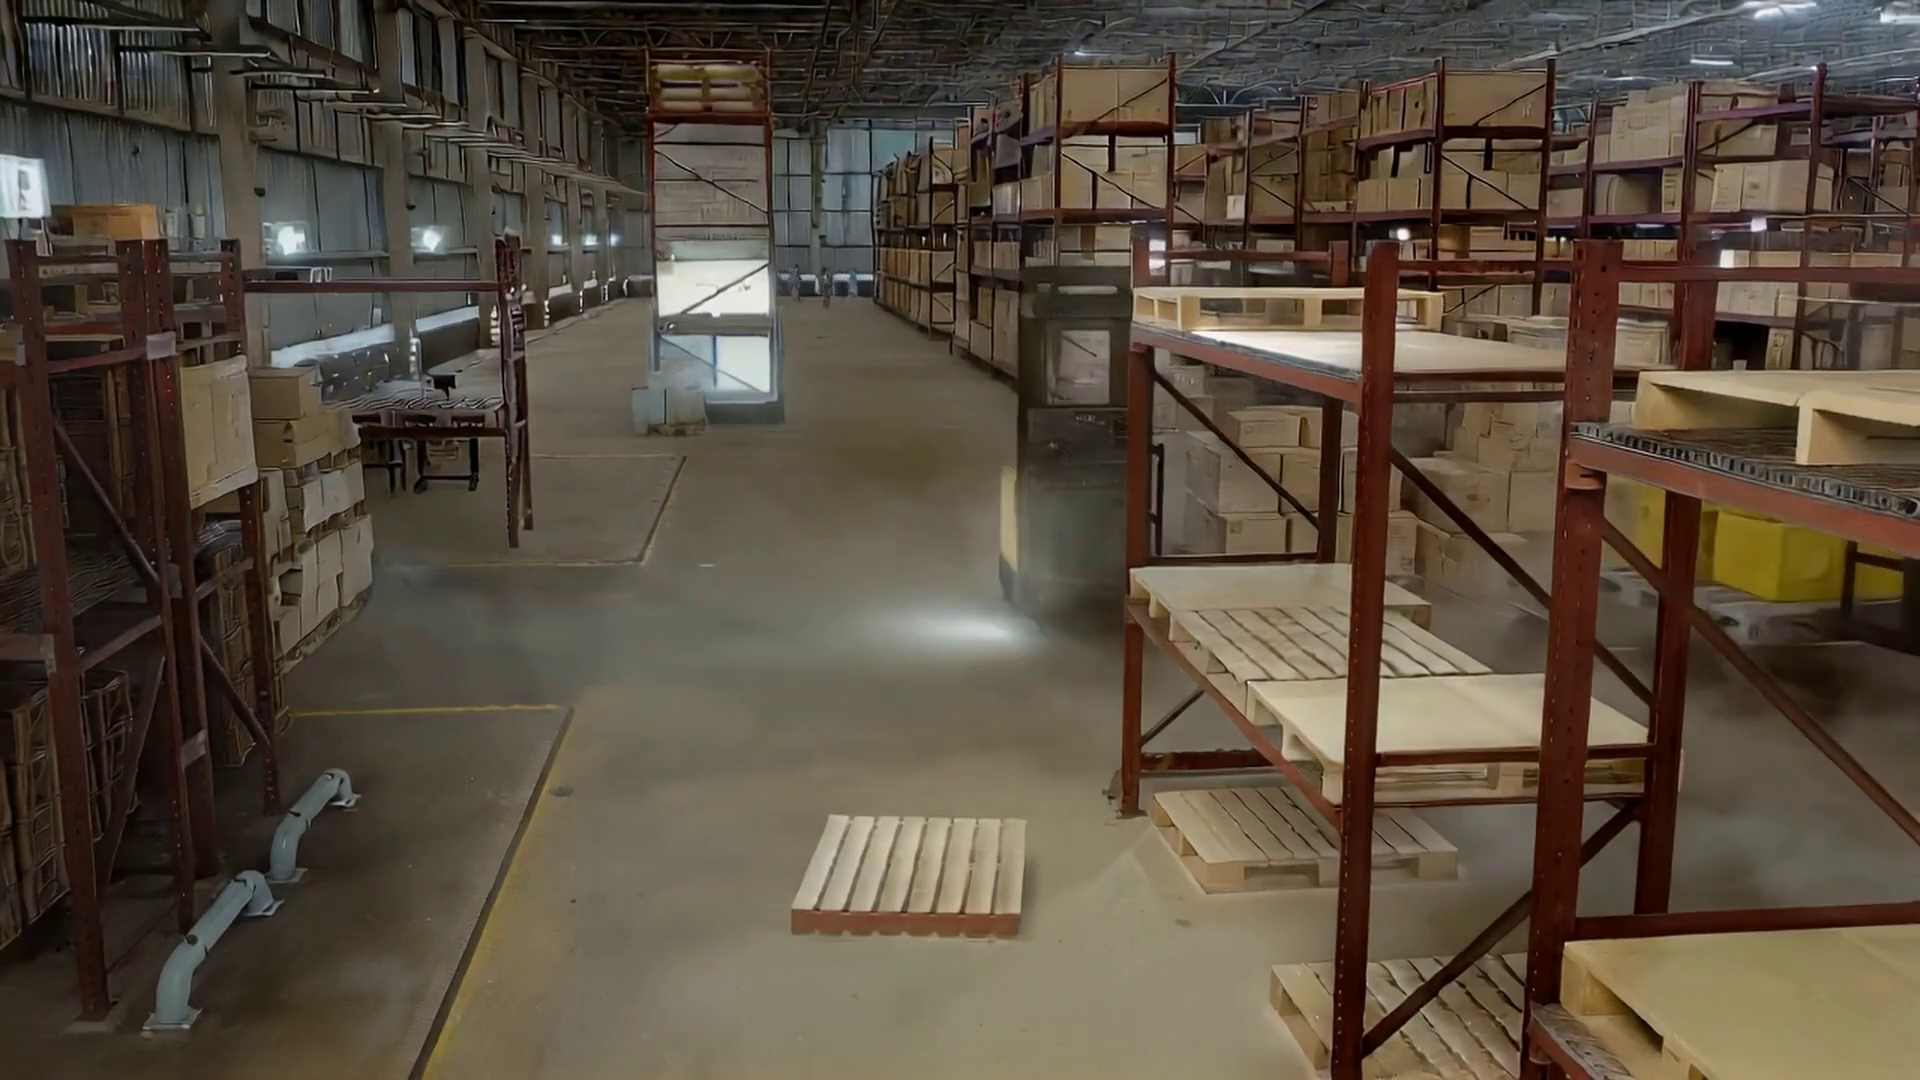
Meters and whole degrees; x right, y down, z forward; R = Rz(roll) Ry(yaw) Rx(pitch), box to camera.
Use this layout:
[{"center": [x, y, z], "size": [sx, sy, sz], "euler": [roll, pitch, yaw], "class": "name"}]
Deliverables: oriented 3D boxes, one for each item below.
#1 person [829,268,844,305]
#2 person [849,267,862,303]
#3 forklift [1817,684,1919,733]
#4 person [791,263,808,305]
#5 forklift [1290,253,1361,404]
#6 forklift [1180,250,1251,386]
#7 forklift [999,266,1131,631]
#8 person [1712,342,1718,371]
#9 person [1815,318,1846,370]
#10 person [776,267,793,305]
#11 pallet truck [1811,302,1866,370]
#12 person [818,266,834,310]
[{"center": [-5.827, -11.926, 78.246], "size": [0.667, 1.712, 0.534], "euler": [1, 10, 5], "class": "person"}, {"center": [-5.035, -12.270, 80.139], "size": [0.838, 1.713, 0.587], "euler": [-6, 12, -28], "class": "person"}, {"center": [6.365, -0.162, 9.828], "size": [1.129, 2.768, 1.873], "euler": [-3, 11, -16], "class": "forklift"}, {"center": [-7.513, -11.914, 77.541], "size": [1.002, 1.936, 0.622], "euler": [3, 11, 16], "class": "person"}, {"center": [6.097, -3.358, 27.539], "size": [1.129, 2.768, 1.873], "euler": [2, 10, 10], "class": "forklift"}, {"center": [5.356, -4.706, 35.007], "size": [1.129, 2.768, 1.873], "euler": [-1, 10, -6], "class": "forklift"}, {"center": [0.956, -0.830, 13.534], "size": [1.129, 2.768, 1.873], "euler": [-1, 10, -6], "class": "forklift"}, {"center": [10.574, -2.048, 23.718], "size": [0.517, 1.641, 0.308], "euler": [-5, 11, -25], "class": "person"}, {"center": [12.614, -2.268, 24.206], "size": [0.384, 1.910, 0.596], "euler": [7, 12, 33], "class": "person"}, {"center": [-8.263, -11.875, 77.792], "size": [0.926, 1.790, 0.565], "euler": [1, 10, 8], "class": "person"}, {"center": [15.846, -3.142, 28.793], "size": [1.885, 1.965, 0.823], "euler": [2, 10, 12], "class": "pallet truck"}, {"center": [-5.830, -10.959, 72.375], "size": [0.669, 1.894, 0.432], "euler": [-1, 10, -5], "class": "person"}]
